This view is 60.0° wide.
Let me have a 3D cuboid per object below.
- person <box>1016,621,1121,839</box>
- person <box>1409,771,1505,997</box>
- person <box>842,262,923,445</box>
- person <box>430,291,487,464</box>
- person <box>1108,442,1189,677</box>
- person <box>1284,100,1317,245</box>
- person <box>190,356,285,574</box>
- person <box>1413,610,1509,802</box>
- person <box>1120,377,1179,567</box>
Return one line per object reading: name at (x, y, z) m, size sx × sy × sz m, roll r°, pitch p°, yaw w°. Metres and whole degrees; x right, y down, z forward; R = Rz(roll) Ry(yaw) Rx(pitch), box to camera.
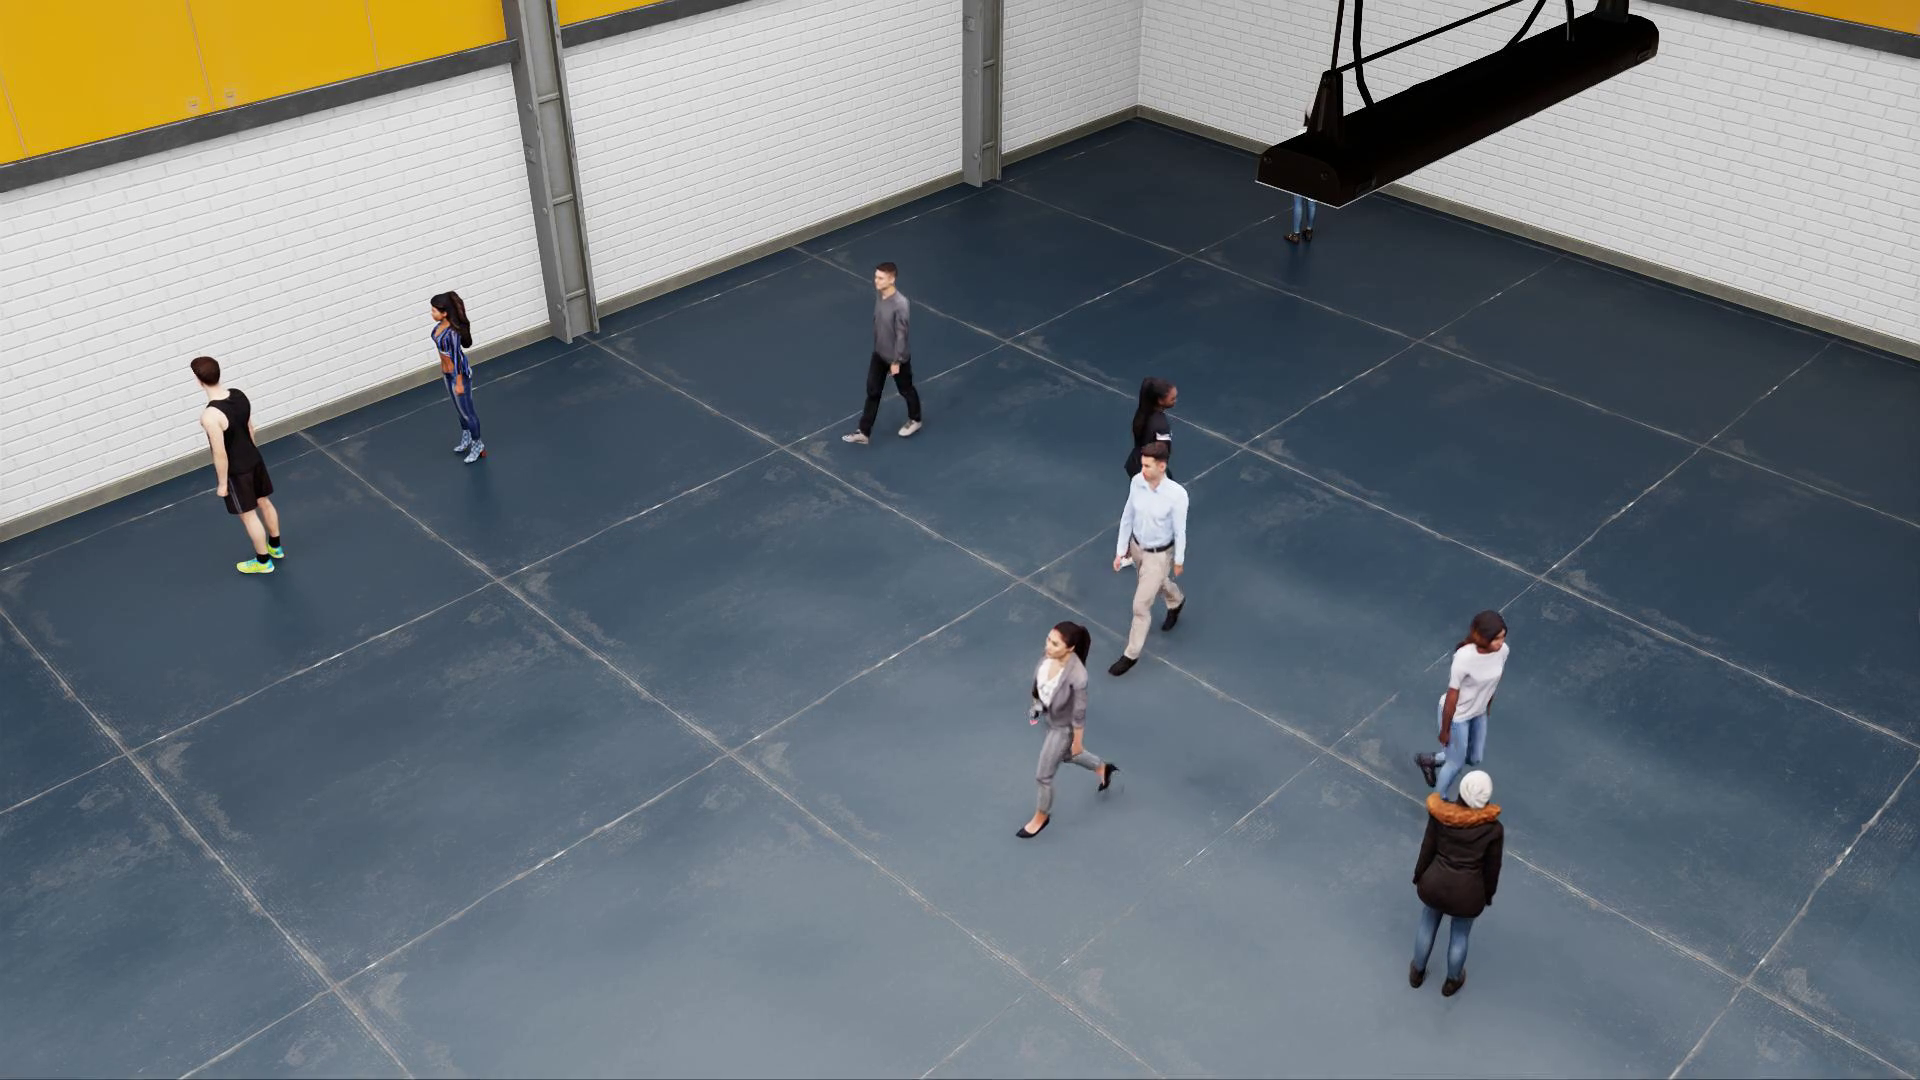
person at (0.714, 1.174, 10.706) m, size 1.129 × 1.651 × 0.869 m, roll -14°, pitch 36°, yaw -19°
person at (2.834, 1.960, 9.538) m, size 0.713 × 1.634 × 0.716 m, roll 14°, pitch 36°, yaw 20°
person at (-0.542, -1.681, 14.937) m, size 1.079 × 1.723 × 0.647 m, roll -28°, pitch 43°, yaw -35°
person at (-4.442, -1.450, 14.685) m, size 0.607 × 1.616 × 0.648 m, roll -20°, pitch 39°, yaw -28°
person at (1.456, 0.054, 12.247) m, size 0.658 × 1.811 × 1.264 m, roll 26°, pitch 42°, yaw 34°
person at (3.901, -4.158, 18.734) m, size 0.555 × 1.644 × 0.697 m, roll -12°, pitch 35°, yaw -18°
person at (-5.698, -0.595, 13.152) m, size 0.836 × 1.889 × 0.725 m, roll 7°, pitch 34°, yaw 10°
person at (3.211, 1.100, 10.769) m, size 0.772 × 1.705 × 0.780 m, roll -15°, pitch 36°, yaw -21°
person at (1.426, -0.506, 13.168) m, size 0.780 × 1.723 × 0.761 m, roll -17°, pitch 37°, yaw -24°
